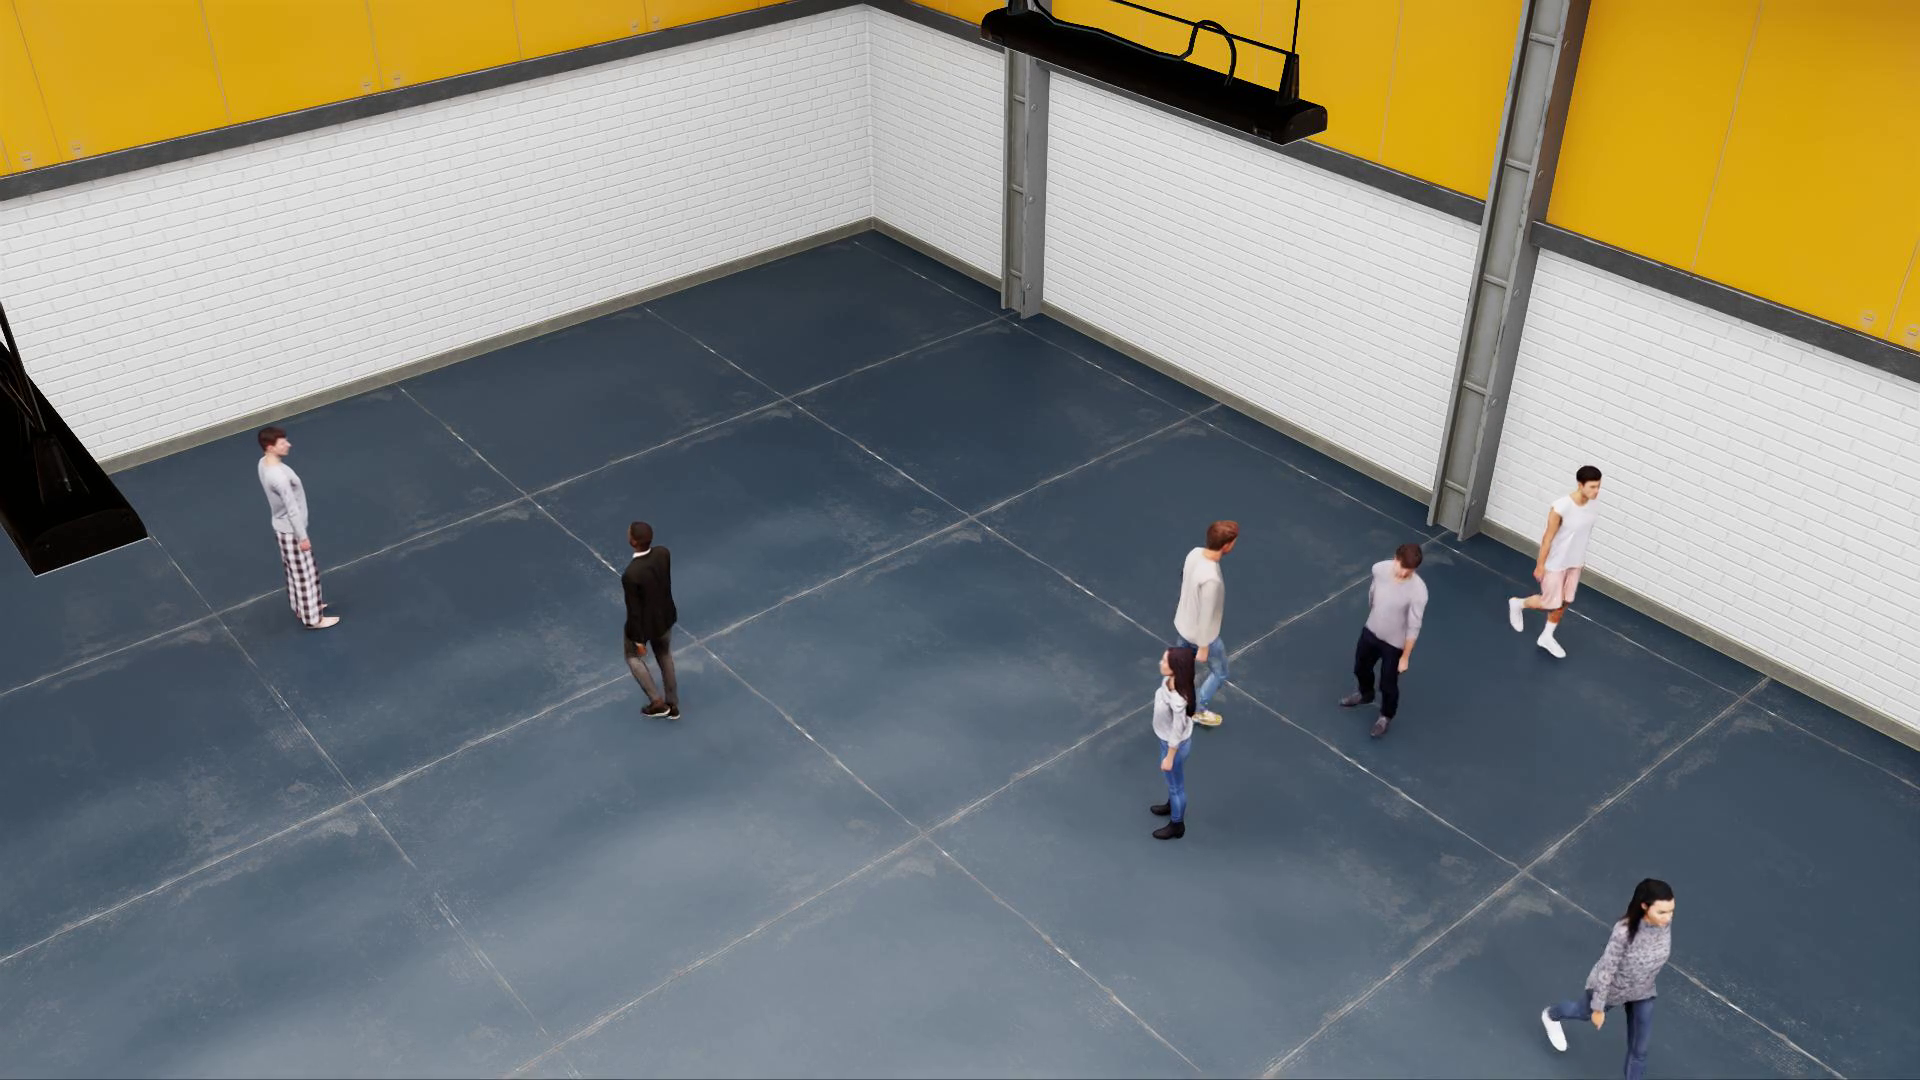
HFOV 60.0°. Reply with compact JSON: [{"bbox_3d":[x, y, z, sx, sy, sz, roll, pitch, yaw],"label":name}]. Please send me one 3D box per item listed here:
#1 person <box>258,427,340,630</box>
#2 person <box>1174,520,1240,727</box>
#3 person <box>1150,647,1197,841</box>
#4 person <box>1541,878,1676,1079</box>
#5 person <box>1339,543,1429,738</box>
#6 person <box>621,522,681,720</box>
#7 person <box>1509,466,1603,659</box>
[{"bbox_3d":[-5.509,-0.105,13.690,0.697,1.846,0.495,-21,39,-28],"label":"person"},{"bbox_3d":[1.710,0.699,12.471,0.936,1.859,0.838,-8,35,-13],"label":"person"},{"bbox_3d":[1.504,1.404,11.615,0.722,1.631,0.666,3,34,5],"label":"person"},{"bbox_3d":[3.828,2.582,9.791,0.930,1.688,1.269,-11,35,-16],"label":"person"},{"bbox_3d":[3.240,0.705,12.515,0.853,1.799,0.591,-12,36,-18],"label":"person"},{"bbox_3d":[-2.272,0.652,12.604,0.686,1.789,0.719,23,40,31],"label":"person"},{"bbox_3d":[4.812,0.107,13.441,0.754,1.771,0.914,-15,37,-22],"label":"person"}]
